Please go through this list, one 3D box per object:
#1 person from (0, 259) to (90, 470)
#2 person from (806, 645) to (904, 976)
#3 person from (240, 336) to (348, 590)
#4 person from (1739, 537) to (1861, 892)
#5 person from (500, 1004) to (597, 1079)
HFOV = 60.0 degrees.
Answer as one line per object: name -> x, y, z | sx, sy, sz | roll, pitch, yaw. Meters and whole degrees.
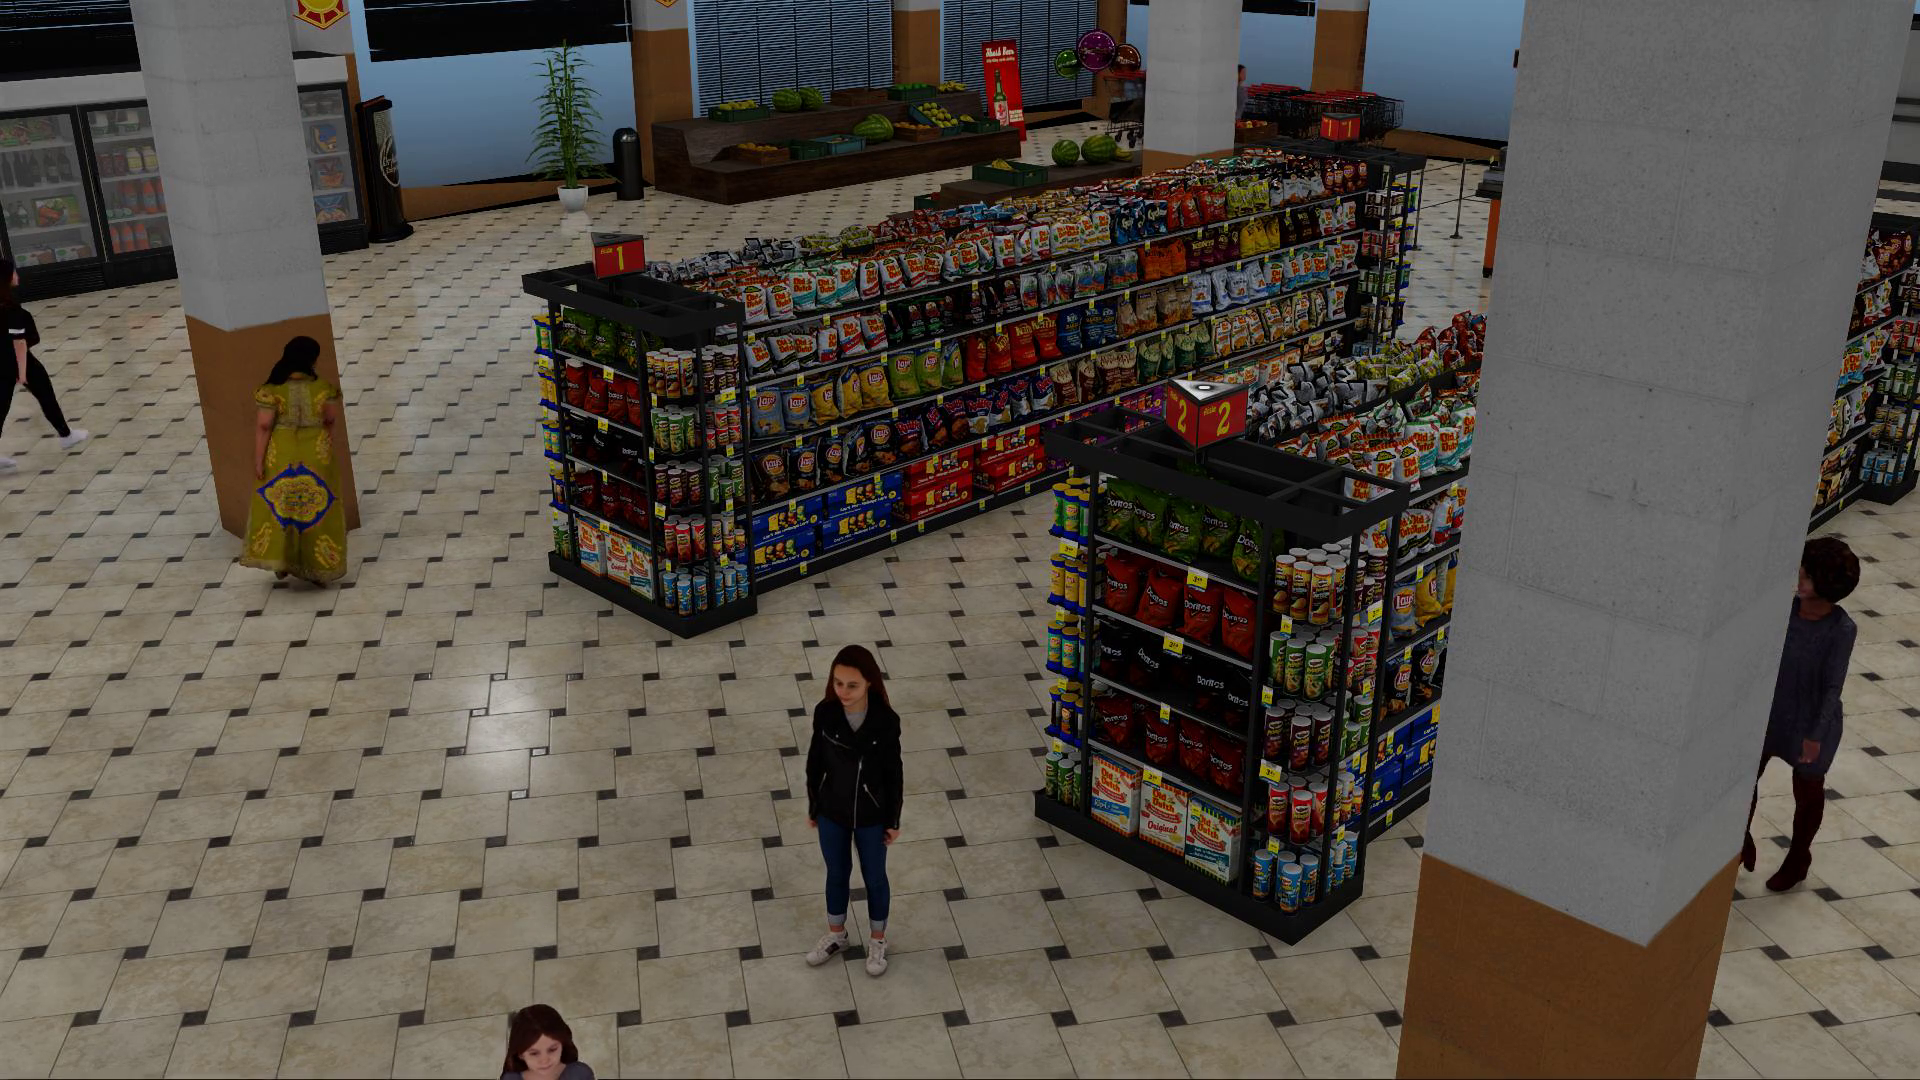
person -> -7.300, -1.288, 12.683 | 0.931, 1.583, 1.222 | 8, 23, 20
person -> -0.435, 1.097, 6.877 | 0.638, 1.485, 0.650 | 6, 23, 15
person -> -4.201, -0.473, 10.588 | 0.824, 1.631, 1.071 | -19, 29, -39
person -> 3.778, 0.791, 7.356 | 0.774, 1.696, 0.723 | -9, 24, -22
person -> -1.317, 1.928, 5.331 | 0.669, 1.096, 0.682 | -8, 23, -18
